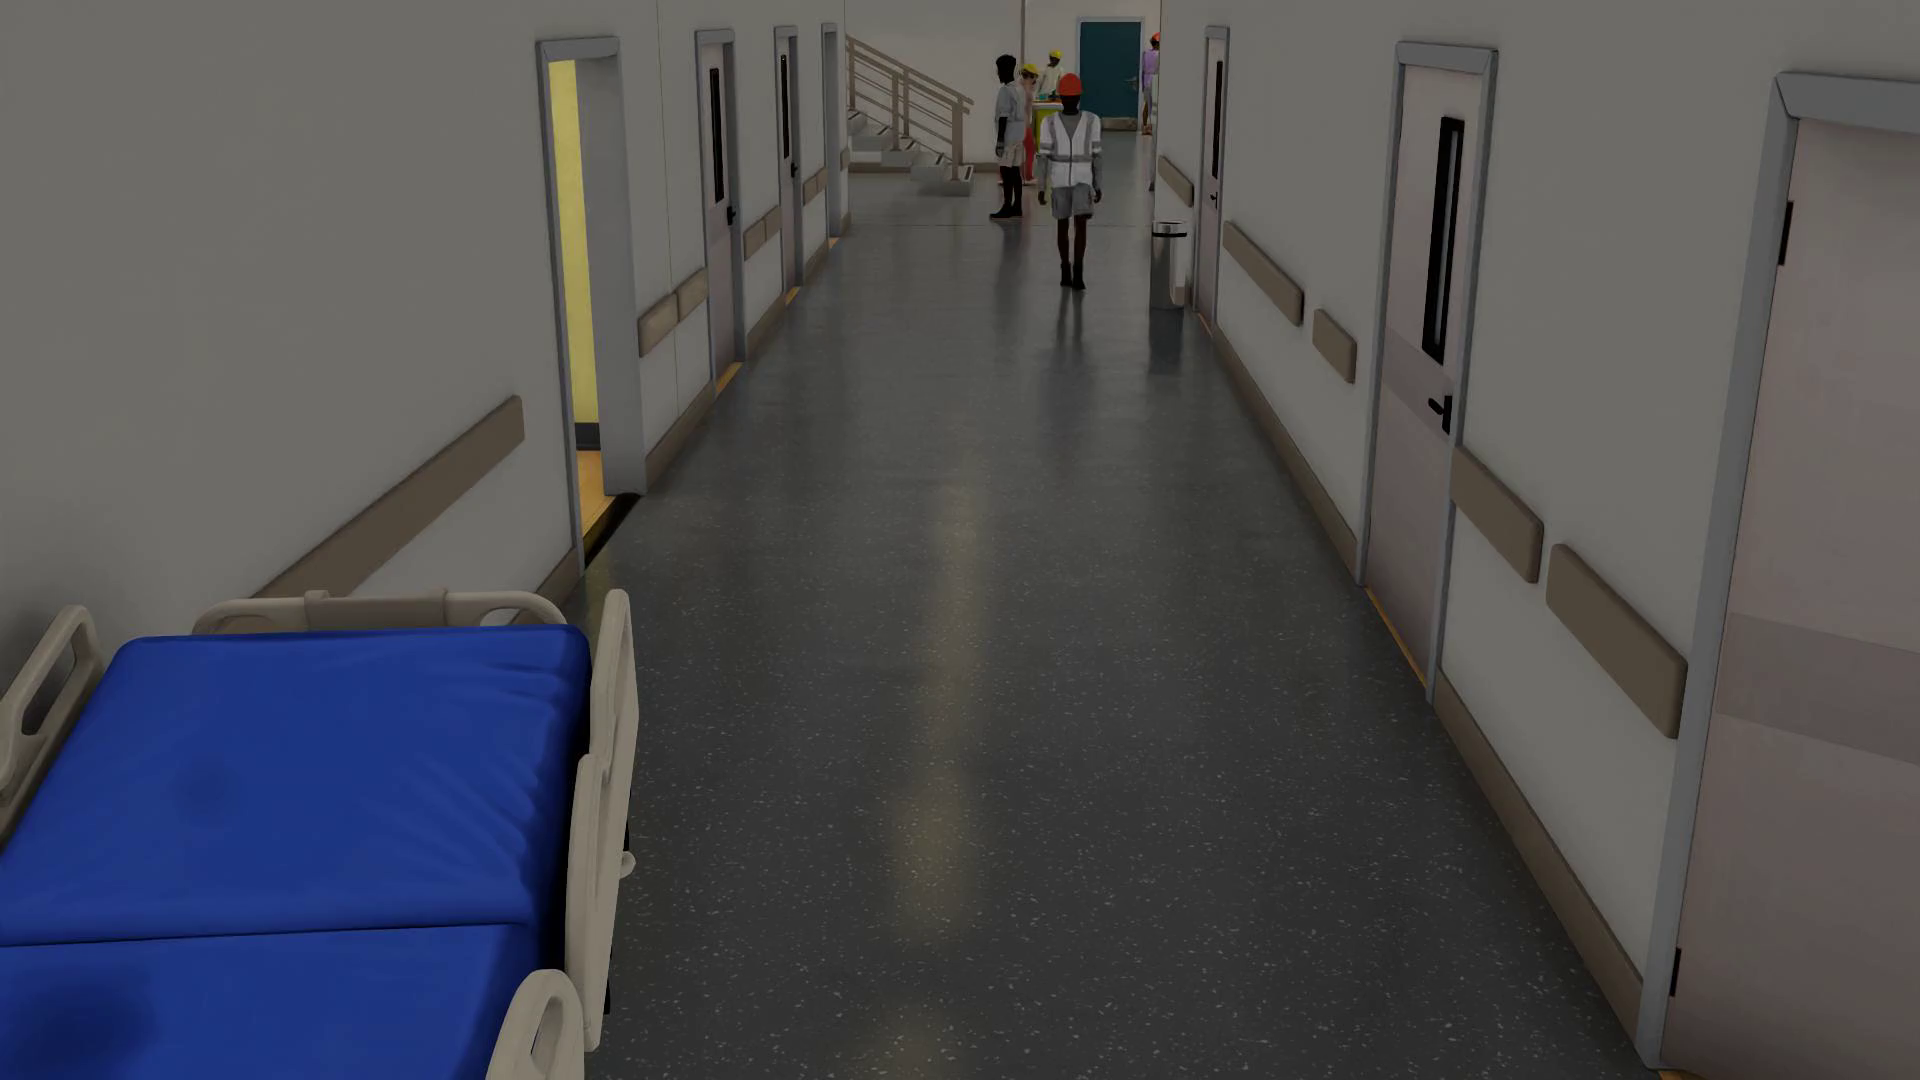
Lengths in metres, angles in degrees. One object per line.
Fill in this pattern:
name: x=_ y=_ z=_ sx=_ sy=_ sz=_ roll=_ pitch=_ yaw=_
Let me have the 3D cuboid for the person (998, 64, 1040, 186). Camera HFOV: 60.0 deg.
person: x=0.903 y=-5.943 z=23.881 sx=0.760 sy=1.722 sz=0.542 roll=-3 pitch=18 yaw=-9

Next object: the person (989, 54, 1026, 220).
person: x=0.592 y=-4.861 z=20.117 sx=0.385 sy=1.955 sz=0.608 roll=8 pitch=19 yaw=23

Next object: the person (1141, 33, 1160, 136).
person: x=3.950 y=-9.249 z=33.783 sx=0.411 sy=2.033 sz=0.613 roll=-16 pitch=24 yaw=-42

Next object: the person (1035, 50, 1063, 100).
person: x=1.763 y=-8.695 z=32.526 sx=0.541 sy=1.722 sz=0.758 roll=-10 pitch=20 yaw=-29

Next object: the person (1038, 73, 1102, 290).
person: x=0.984 y=-3.205 z=14.975 sx=0.580 sy=1.908 sz=0.831 roll=2 pitch=18 yaw=5
